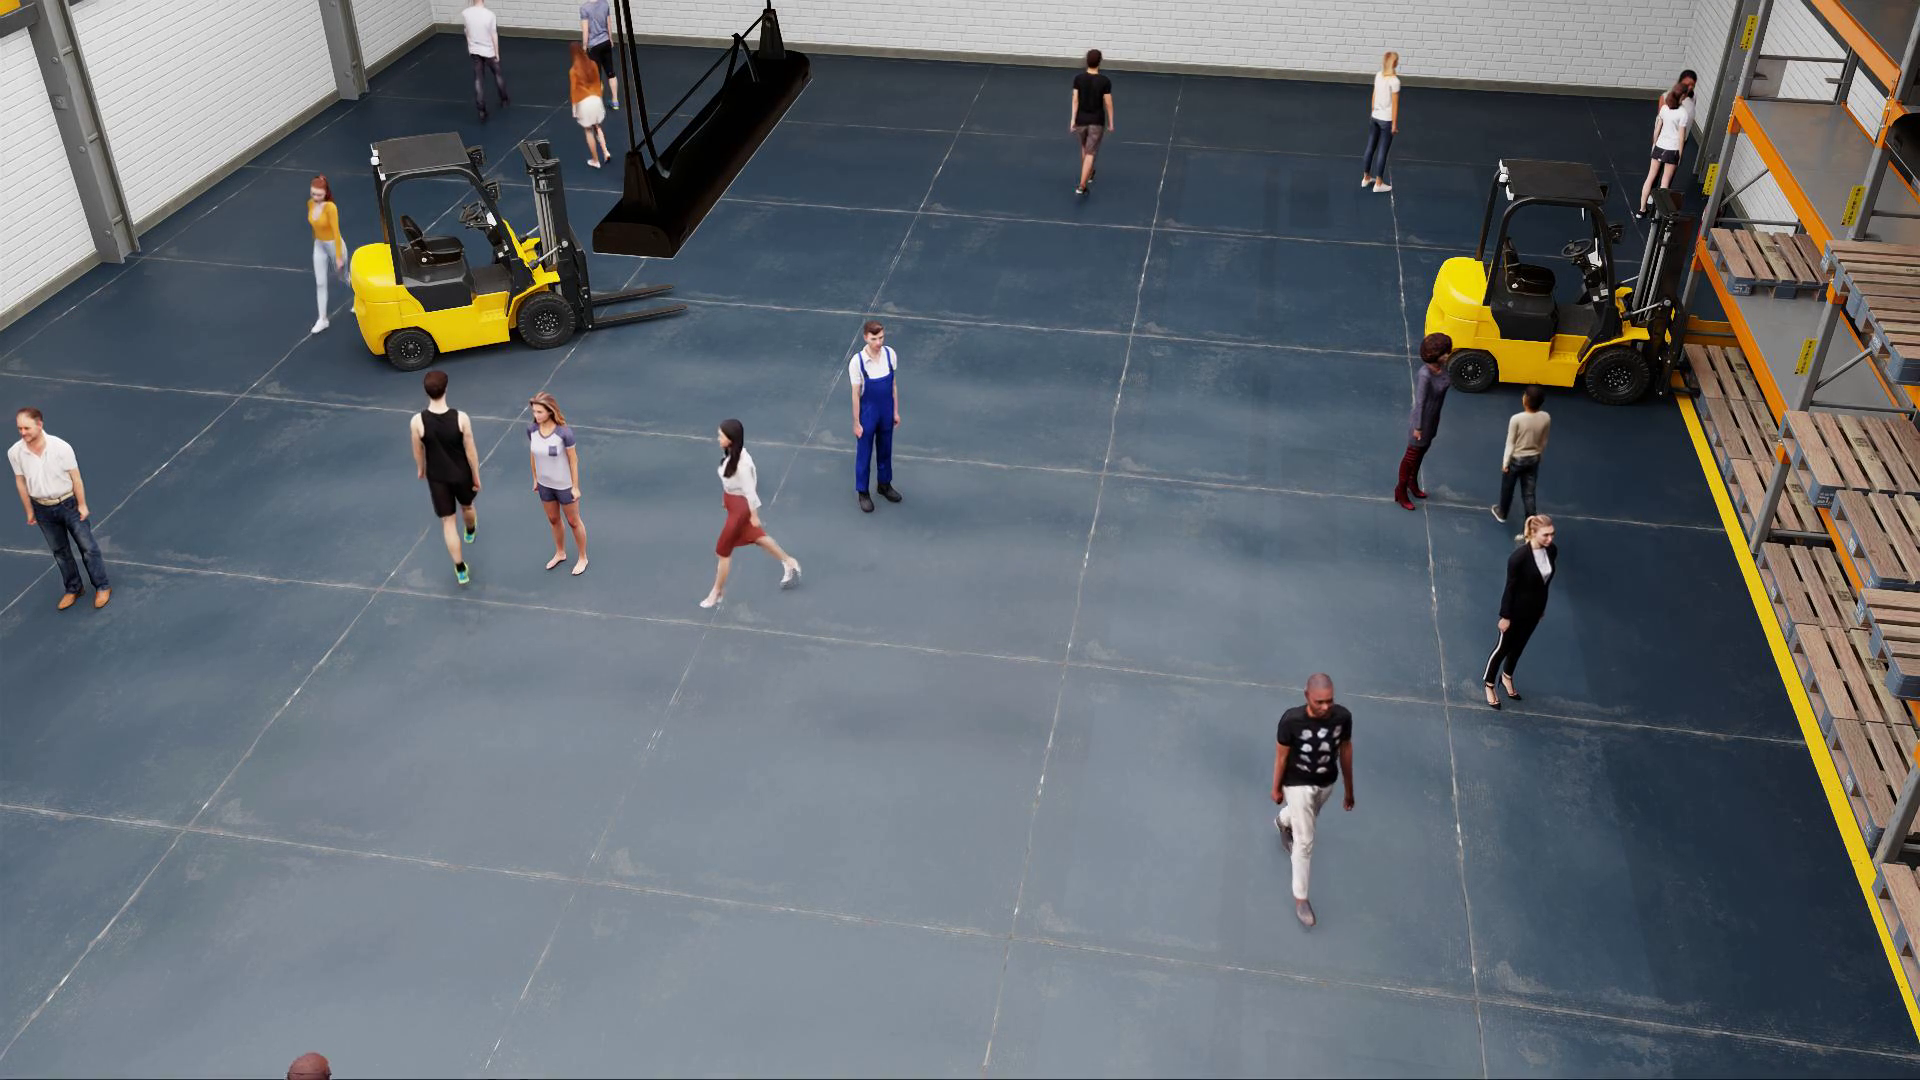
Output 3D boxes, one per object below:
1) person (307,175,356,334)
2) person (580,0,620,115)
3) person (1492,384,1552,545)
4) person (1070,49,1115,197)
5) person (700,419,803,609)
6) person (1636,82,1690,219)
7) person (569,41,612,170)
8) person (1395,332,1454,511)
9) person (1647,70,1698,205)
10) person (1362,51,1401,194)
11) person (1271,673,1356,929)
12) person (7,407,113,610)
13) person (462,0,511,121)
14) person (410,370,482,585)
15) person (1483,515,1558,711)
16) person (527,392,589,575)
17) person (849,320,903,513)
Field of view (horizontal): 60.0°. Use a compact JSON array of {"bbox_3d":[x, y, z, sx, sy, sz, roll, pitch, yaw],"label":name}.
[{"bbox_3d":[-6.817,-3.184,18.220,0.893,1.713,1.193,18,37,24],"label":"person"},{"bbox_3d":[-5.208,-7.124,23.994,0.719,1.884,0.815,-29,43,-36],"label":"person"},{"bbox_3d":[4.986,-0.649,14.659,0.684,1.435,1.013,-1,34,-1],"label":"person"},{"bbox_3d":[1.641,-5.313,21.320,0.813,1.828,1.248,12,35,17],"label":"person"},{"bbox_3d":[-1.737,-0.235,13.792,1.064,1.706,1.152,-13,36,-18],"label":"person"},{"bbox_3d":[8.767,-4.815,20.640,0.736,1.753,0.675,-21,39,-28],"label":"person"},{"bbox_3d":[-4.880,-5.747,22.089,0.804,1.700,0.865,-27,42,-34],"label":"person"},{"bbox_3d":[4.210,-1.093,15.078,0.729,1.710,0.611,25,41,32],"label":"person"},{"bbox_3d":[9.089,-5.153,21.206,0.743,1.690,0.742,-7,34,-11],"label":"person"},{"bbox_3d":[5.454,-5.412,21.487,0.736,1.809,0.647,-16,37,-22],"label":"person"},{"bbox_3d":[2.295,1.558,11.035,0.992,1.770,1.309,-7,34,-10],"label":"person"},{"bbox_3d":[-7.443,-0.295,13.746,0.720,1.856,0.668,-3,34,-4],"label":"person"},{"bbox_3d":[-6.839,-6.904,23.752,0.801,1.787,1.241,2,34,2],"label":"person"},{"bbox_3d":[-4.326,-0.494,14.061,1.043,1.838,1.275,-10,35,-15],"label":"person"},{"bbox_3d":[4.270,0.532,12.637,0.702,1.706,0.735,-17,37,-23],"label":"person"},{"bbox_3d":[-3.421,-0.494,14.159,0.641,1.730,0.597,12,35,17],"label":"person"},{"bbox_3d":[-0.763,-1.159,15.051,0.721,1.850,0.770,-19,38,-26],"label":"person"}]
